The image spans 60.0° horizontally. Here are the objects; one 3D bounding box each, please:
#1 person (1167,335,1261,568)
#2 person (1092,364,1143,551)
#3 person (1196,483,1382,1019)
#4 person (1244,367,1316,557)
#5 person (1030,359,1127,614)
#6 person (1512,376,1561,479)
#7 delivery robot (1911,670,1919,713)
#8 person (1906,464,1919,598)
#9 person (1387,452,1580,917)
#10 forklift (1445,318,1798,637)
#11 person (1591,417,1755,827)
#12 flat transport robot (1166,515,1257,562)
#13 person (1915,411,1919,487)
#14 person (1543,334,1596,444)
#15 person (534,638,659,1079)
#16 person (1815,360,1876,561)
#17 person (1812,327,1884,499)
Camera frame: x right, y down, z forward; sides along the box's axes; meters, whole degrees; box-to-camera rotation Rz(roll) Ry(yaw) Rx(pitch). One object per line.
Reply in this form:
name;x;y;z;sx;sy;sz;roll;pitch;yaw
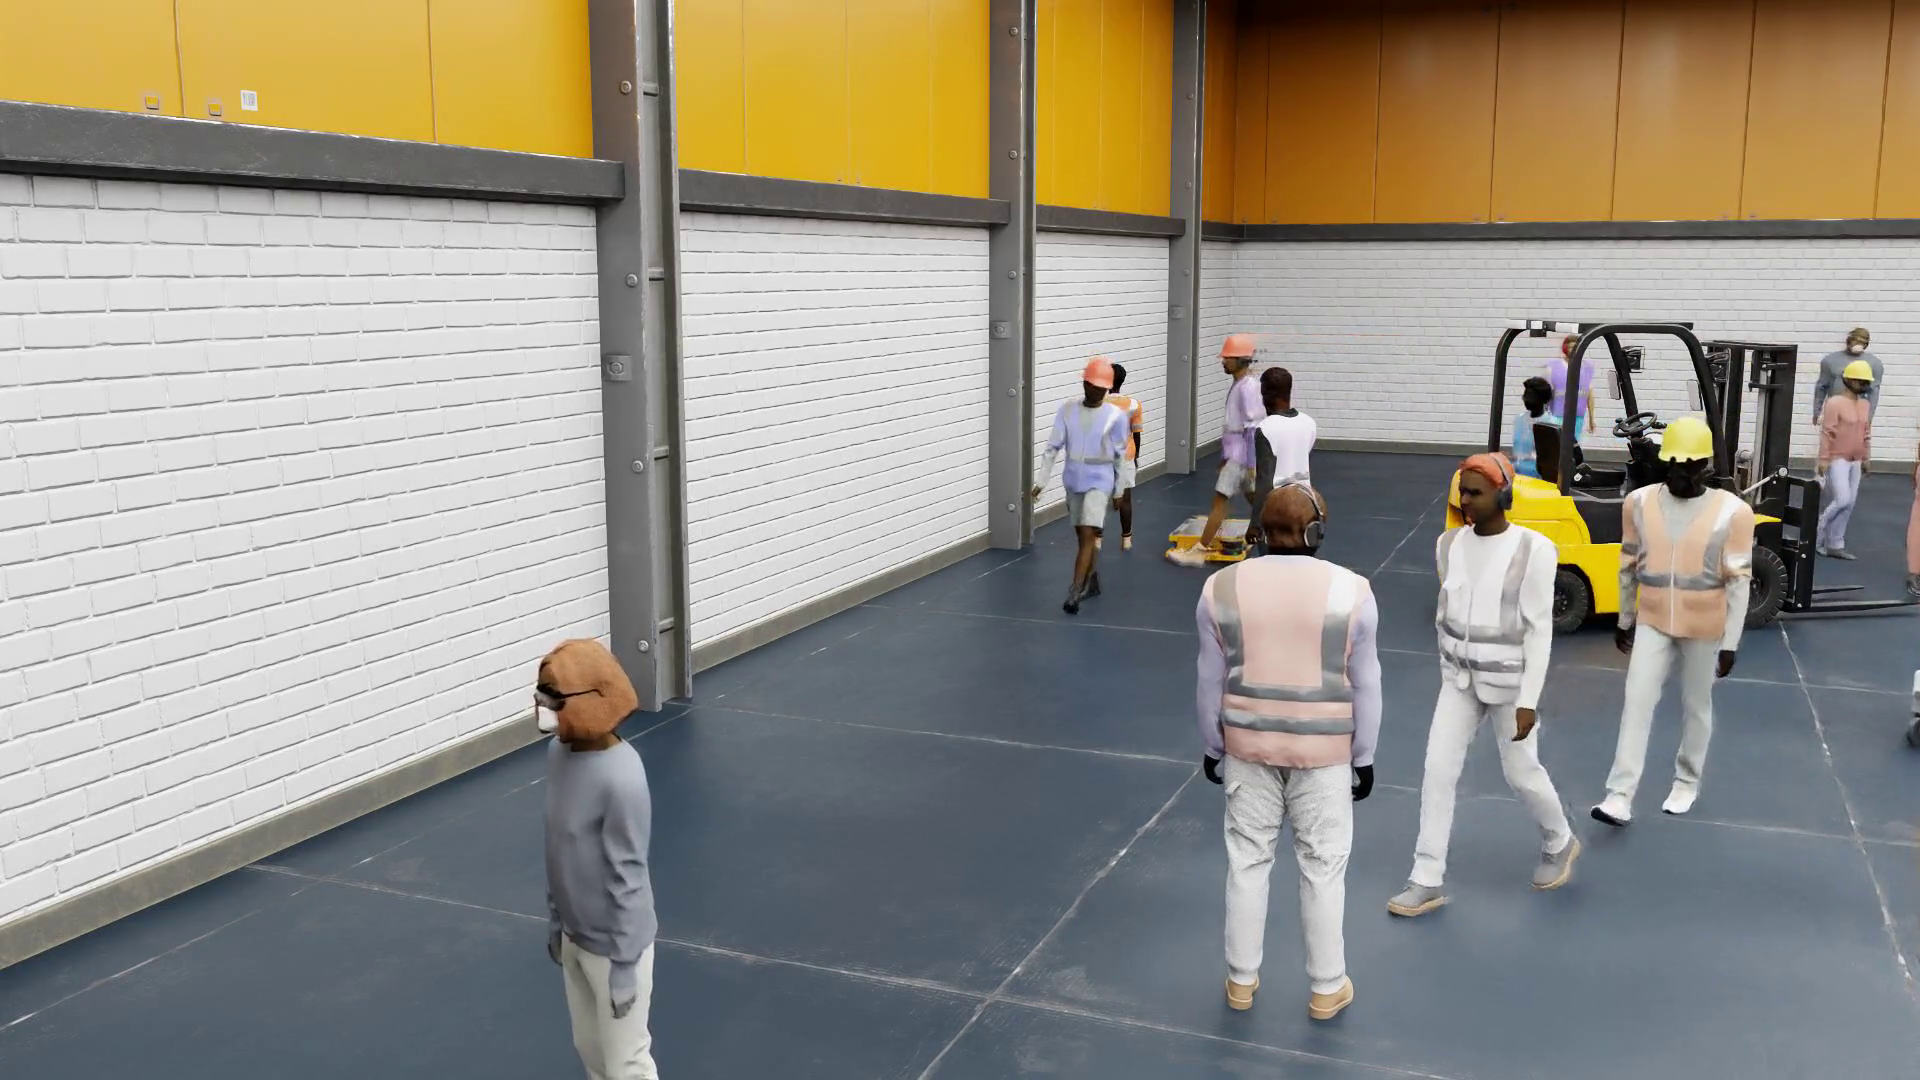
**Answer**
person;2.326;-0.737;14.077;1.037;1.987;0.629;1;9;4
person;1.381;-0.741;14.991;0.532;1.691;0.318;-1;9;-6
person;1.124;0.721;5.697;0.619;1.838;0.430;3;10;19
person;2.091;-0.170;10.857;0.392;1.914;0.587;9;13;42
person;0.913;-0.415;12.457;0.645;1.877;0.999;4;10;23
person;4.606;-0.470;13.335;0.393;1.685;0.551;-3;10;-19
delivery robot;5.440;0.790;8.860;0.707;0.478;0.477;-4;10;-24
person;5.616;0.130;9.185;0.665;1.857;0.963;6;11;32
person;2.162;0.559;6.664;0.944;1.851;0.584;-7;12;-36
forklift;4.706;-0.497;11.990;2.313;2.155;1.214;-2;10;-10
person;3.224;0.392;7.540;0.608;1.876;0.954;8;12;39
flat transport robot;2.296;-0.022;14.927;0.652;0.197;1.431;3;10;17
person;7.992;-0.633;13.277;0.695;2.000;0.798;1;9;9
person;6.630;-1.324;18.120;0.562;1.830;0.450;-2;10;-13
person;-0.940;1.051;4.335;0.274;1.627;0.498;-7;12;-36
person;7.705;-0.683;14.435;0.547;1.751;0.365;-4;10;-24
person;9.664;-1.368;18.150;0.665;1.900;0.625;7;12;36
